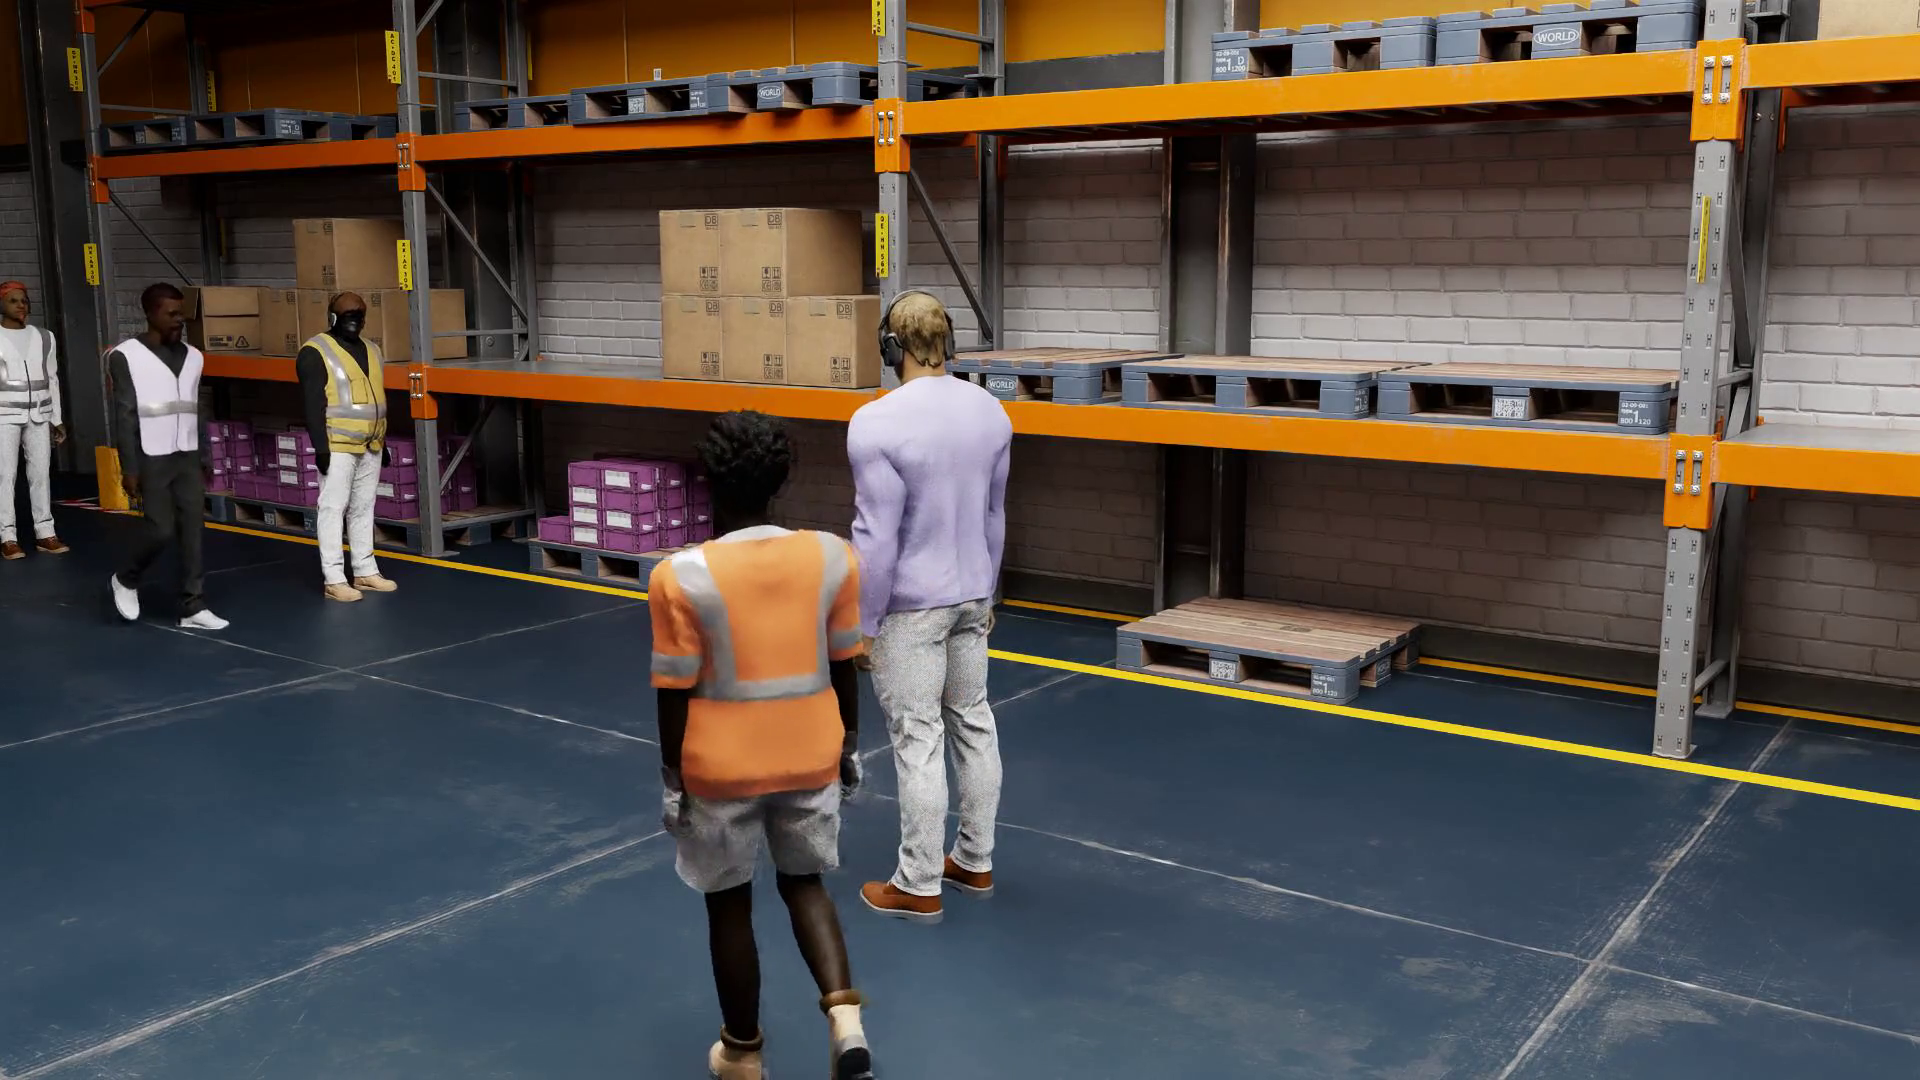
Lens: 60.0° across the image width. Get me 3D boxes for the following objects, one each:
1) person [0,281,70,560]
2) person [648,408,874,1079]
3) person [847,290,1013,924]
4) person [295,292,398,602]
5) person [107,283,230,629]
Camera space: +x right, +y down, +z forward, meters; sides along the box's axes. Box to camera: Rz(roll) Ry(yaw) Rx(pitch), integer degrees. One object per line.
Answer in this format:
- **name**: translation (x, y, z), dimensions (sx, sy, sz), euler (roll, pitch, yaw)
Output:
- **person**: translation (-6.421, -0.818, 11.377), dimensions (0.355, 1.885, 0.575), euler (6, 11, 34)
- **person**: translation (-0.447, 0.536, 3.868), dimensions (0.535, 1.682, 0.511), euler (-5, 11, -28)
- **person**: translation (-0.102, 0.210, 5.109), dimensions (0.377, 1.934, 0.629), euler (9, 13, 43)
- **person**: translation (-3.660, -0.564, 10.008), dimensions (0.430, 1.840, 0.620), euler (4, 10, 22)
- **person**: translation (-4.359, -0.448, 9.097), dimensions (0.601, 1.904, 0.620), euler (4, 10, 21)
